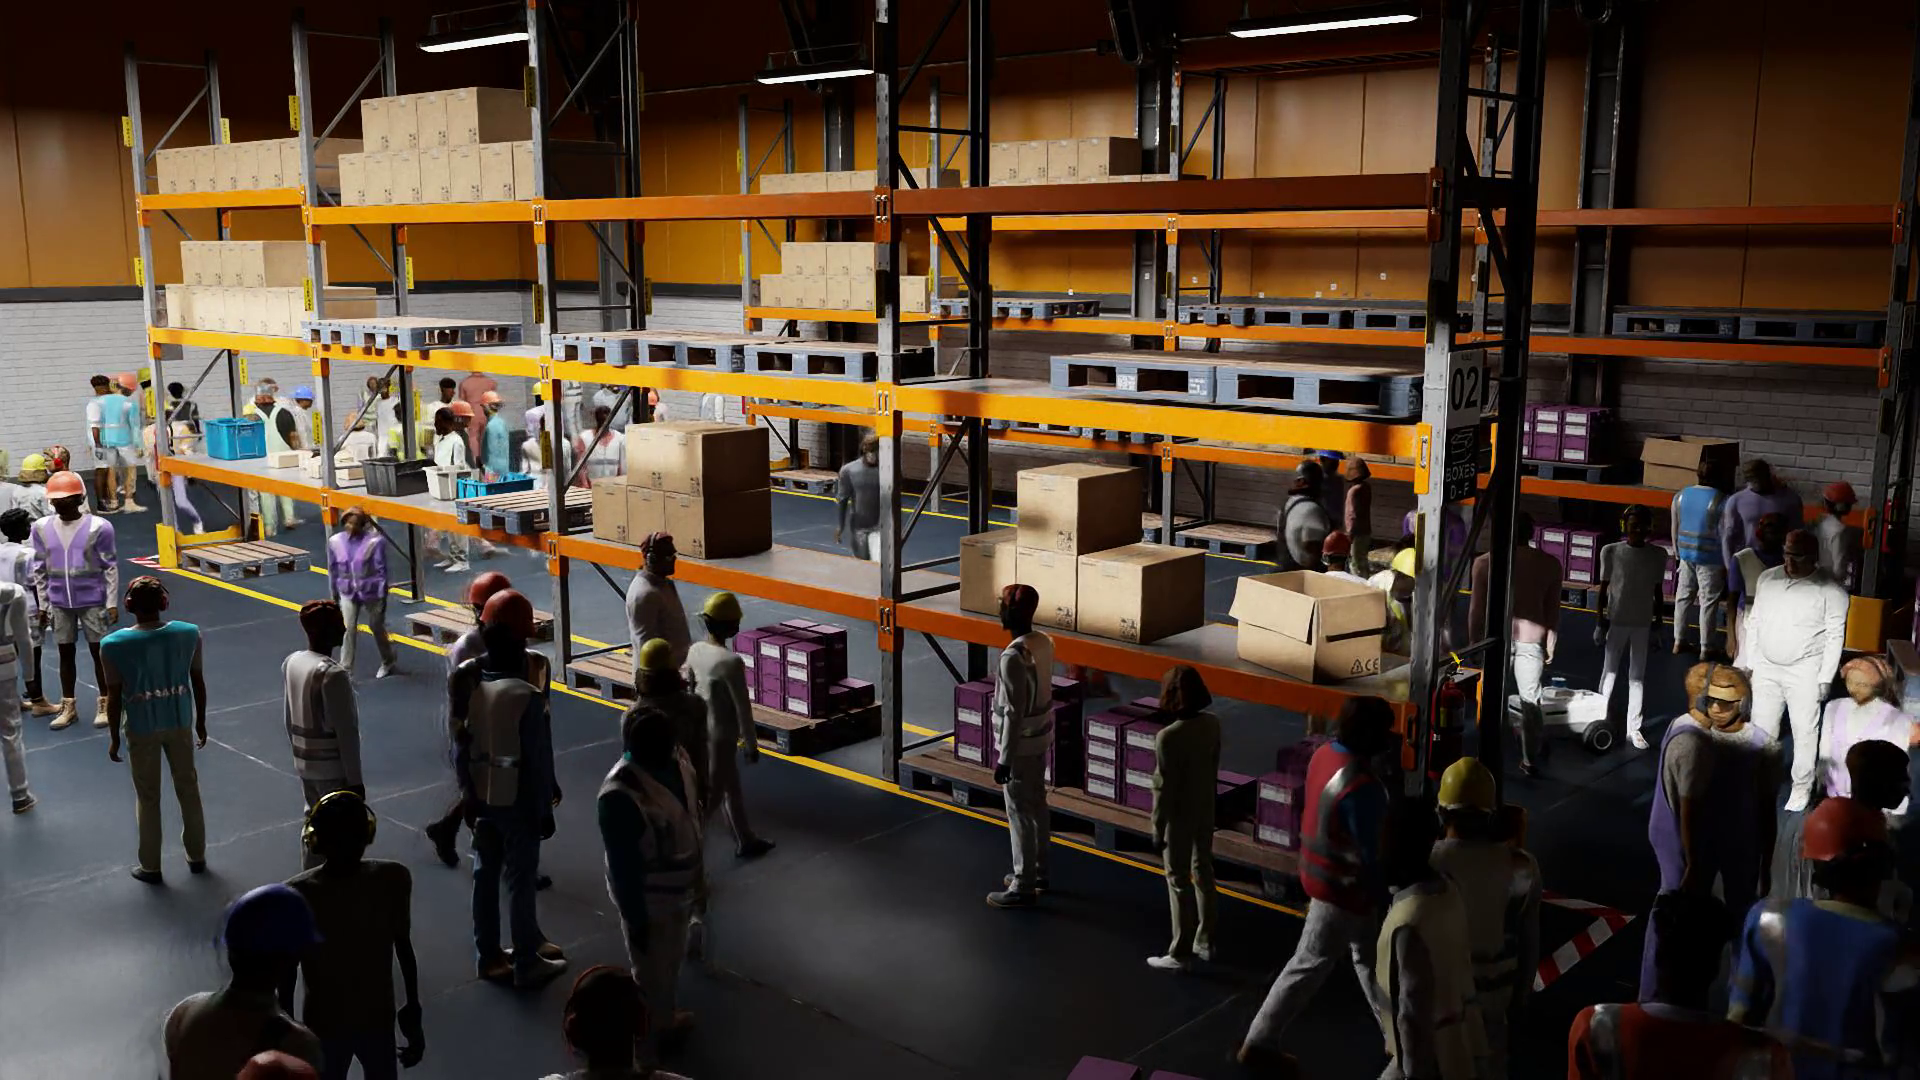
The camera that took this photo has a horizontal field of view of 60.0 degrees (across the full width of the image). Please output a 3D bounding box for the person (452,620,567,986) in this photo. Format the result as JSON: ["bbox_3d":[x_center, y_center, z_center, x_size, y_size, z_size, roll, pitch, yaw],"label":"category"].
[{"bbox_3d":[-2.340,1.328,8.528,0.592,1.917,0.375,5,11,28],"label":"person"}]

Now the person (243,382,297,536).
[{"bbox_3d":[-9.082,-1.086,21.829,0.699,2.000,0.584,-6,12,-32],"label":"person"}]

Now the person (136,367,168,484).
[{"bbox_3d":[-12.790,-1.809,26.414,0.417,1.869,0.665,2,10,12],"label":"person"}]

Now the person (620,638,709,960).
[{"bbox_3d":[-1.541,1.374,8.812,0.485,1.718,0.701,-4,11,-22],"label":"person"}]

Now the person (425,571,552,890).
[{"bbox_3d":[-2.847,1.101,9.865,0.885,1.908,0.539,3,11,18],"label":"person"}]

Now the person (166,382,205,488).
[{"bbox_3d":[-12.093,-1.625,25.886,0.556,1.673,0.447,-9,14,-42],"label":"person"}]

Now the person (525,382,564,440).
[{"bbox_3d":[-5.702,-1.198,22.786,0.381,1.924,0.593,9,13,41],"label":"person"}]

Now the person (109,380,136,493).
[{"bbox_3d":[-12.910,-1.581,25.500,0.484,1.737,0.323,7,12,35],"label":"person"}]

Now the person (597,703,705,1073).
[{"bbox_3d":[-1.338,1.569,7.524,0.433,1.799,0.809,2,10,13],"label":"person"}]

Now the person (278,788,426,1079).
[{"bbox_3d":[-2.218,1.794,6.077,0.506,1.861,0.328,-7,12,-33],"label":"person"}]

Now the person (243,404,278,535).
[{"bbox_3d":[-9.168,-0.900,21.648,0.309,1.736,0.485,10,14,44],"label":"person"}]

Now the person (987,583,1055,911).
[{"bbox_3d":[0.354,1.172,9.504,0.339,1.882,0.584,4,11,23],"label":"person"}]

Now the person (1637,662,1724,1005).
[{"bbox_3d":[3.479,1.474,7.959,0.347,1.838,0.502,4,11,20],"label":"person"}]

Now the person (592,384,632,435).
[{"bbox_3d":[-5.194,-1.588,25.049,0.642,1.908,0.407,-8,13,-37],"label":"person"}]

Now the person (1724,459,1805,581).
[{"bbox_3d":[7.142,0.242,14.760,0.710,1.895,0.430,5,11,28],"label":"person"}]

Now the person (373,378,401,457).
[{"bbox_3d":[-8.553,-1.545,25.039,0.532,1.834,0.843,2,10,12],"label":"person"}]

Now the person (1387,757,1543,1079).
[{"bbox_3d":[1.930,1.736,6.461,0.591,1.833,0.403,0,10,2],"label":"person"}]

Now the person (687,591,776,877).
[{"bbox_3d":[-1.460,1.162,10.014,0.831,1.727,0.533,-8,13,-40],"label":"person"}]

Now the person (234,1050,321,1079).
[{"bbox_3d":[-1.593,2.125,4.030,0.579,1.911,0.727,-6,12,-29],"label":"person"}]

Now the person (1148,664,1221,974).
[{"bbox_3d":[1.172,1.451,8.663,0.501,1.633,0.283,-10,14,-43],"label":"person"}]

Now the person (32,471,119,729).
[{"bbox_3d":[-6.911,0.472,13.015,0.608,2.045,0.392,-1,10,-7],"label":"person"}]

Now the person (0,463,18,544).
[{"bbox_3d":[-9.554,0.001,16.497,0.329,1.751,0.568,9,13,41],"label":"person"}]

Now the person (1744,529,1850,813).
[{"bbox_3d":[5.575,0.865,11.193,0.410,1.905,0.641,-7,12,-35],"label":"person"}]

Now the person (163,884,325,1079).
[{"bbox_3d":[-2.055,1.955,4.995,0.641,1.901,0.819,4,11,23],"label":"person"}]

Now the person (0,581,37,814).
[{"bbox_3d":[-6.470,0.907,11.050,0.580,1.877,0.369,-4,11,-21],"label":"person"}]

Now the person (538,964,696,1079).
[{"bbox_3d":[-0.988,2.068,4.682,0.587,1.790,0.872,-1,10,-8],"label":"person"}]

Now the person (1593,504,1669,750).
[{"bbox_3d":[5.038,0.649,12.508,0.513,1.872,0.328,1,10,6],"label":"person"}]

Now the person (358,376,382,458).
[{"bbox_3d":[-9.777,-1.936,27.798,0.530,1.623,0.411,-2,10,-10],"label":"person"}]

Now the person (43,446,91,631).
[{"bbox_3d":[-8.741,-0.019,16.386,0.385,1.836,0.562,-2,10,-13],"label":"person"}]

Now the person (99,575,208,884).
[{"bbox_3d":[-4.763,1.124,9.888,0.565,1.846,0.390,-9,13,-41],"label":"person"}]

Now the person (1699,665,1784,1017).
[{"bbox_3d":[3.602,1.483,7.907,0.501,1.837,0.352,9,13,40],"label":"person"}]

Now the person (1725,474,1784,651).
[{"bbox_3d":[7.345,0.232,15.282,0.638,1.713,0.612,8,13,39],"label":"person"}]

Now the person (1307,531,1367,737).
[{"bbox_3d":[2.681,0.802,11.963,0.573,1.750,0.330,-1,10,-4],"label":"person"}]

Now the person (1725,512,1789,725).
[{"bbox_3d":[5.925,0.692,12.330,0.571,1.843,0.373,-2,10,-11],"label":"person"}]

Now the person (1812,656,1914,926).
[{"bbox_3d":[4.889,1.403,8.940,0.543,1.620,0.535,-4,11,-22],"label":"person"}]

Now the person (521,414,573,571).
[{"bbox_3d":[-4.884,-0.591,19.540,0.602,1.877,0.772,-7,12,-34],"label":"person"}]
